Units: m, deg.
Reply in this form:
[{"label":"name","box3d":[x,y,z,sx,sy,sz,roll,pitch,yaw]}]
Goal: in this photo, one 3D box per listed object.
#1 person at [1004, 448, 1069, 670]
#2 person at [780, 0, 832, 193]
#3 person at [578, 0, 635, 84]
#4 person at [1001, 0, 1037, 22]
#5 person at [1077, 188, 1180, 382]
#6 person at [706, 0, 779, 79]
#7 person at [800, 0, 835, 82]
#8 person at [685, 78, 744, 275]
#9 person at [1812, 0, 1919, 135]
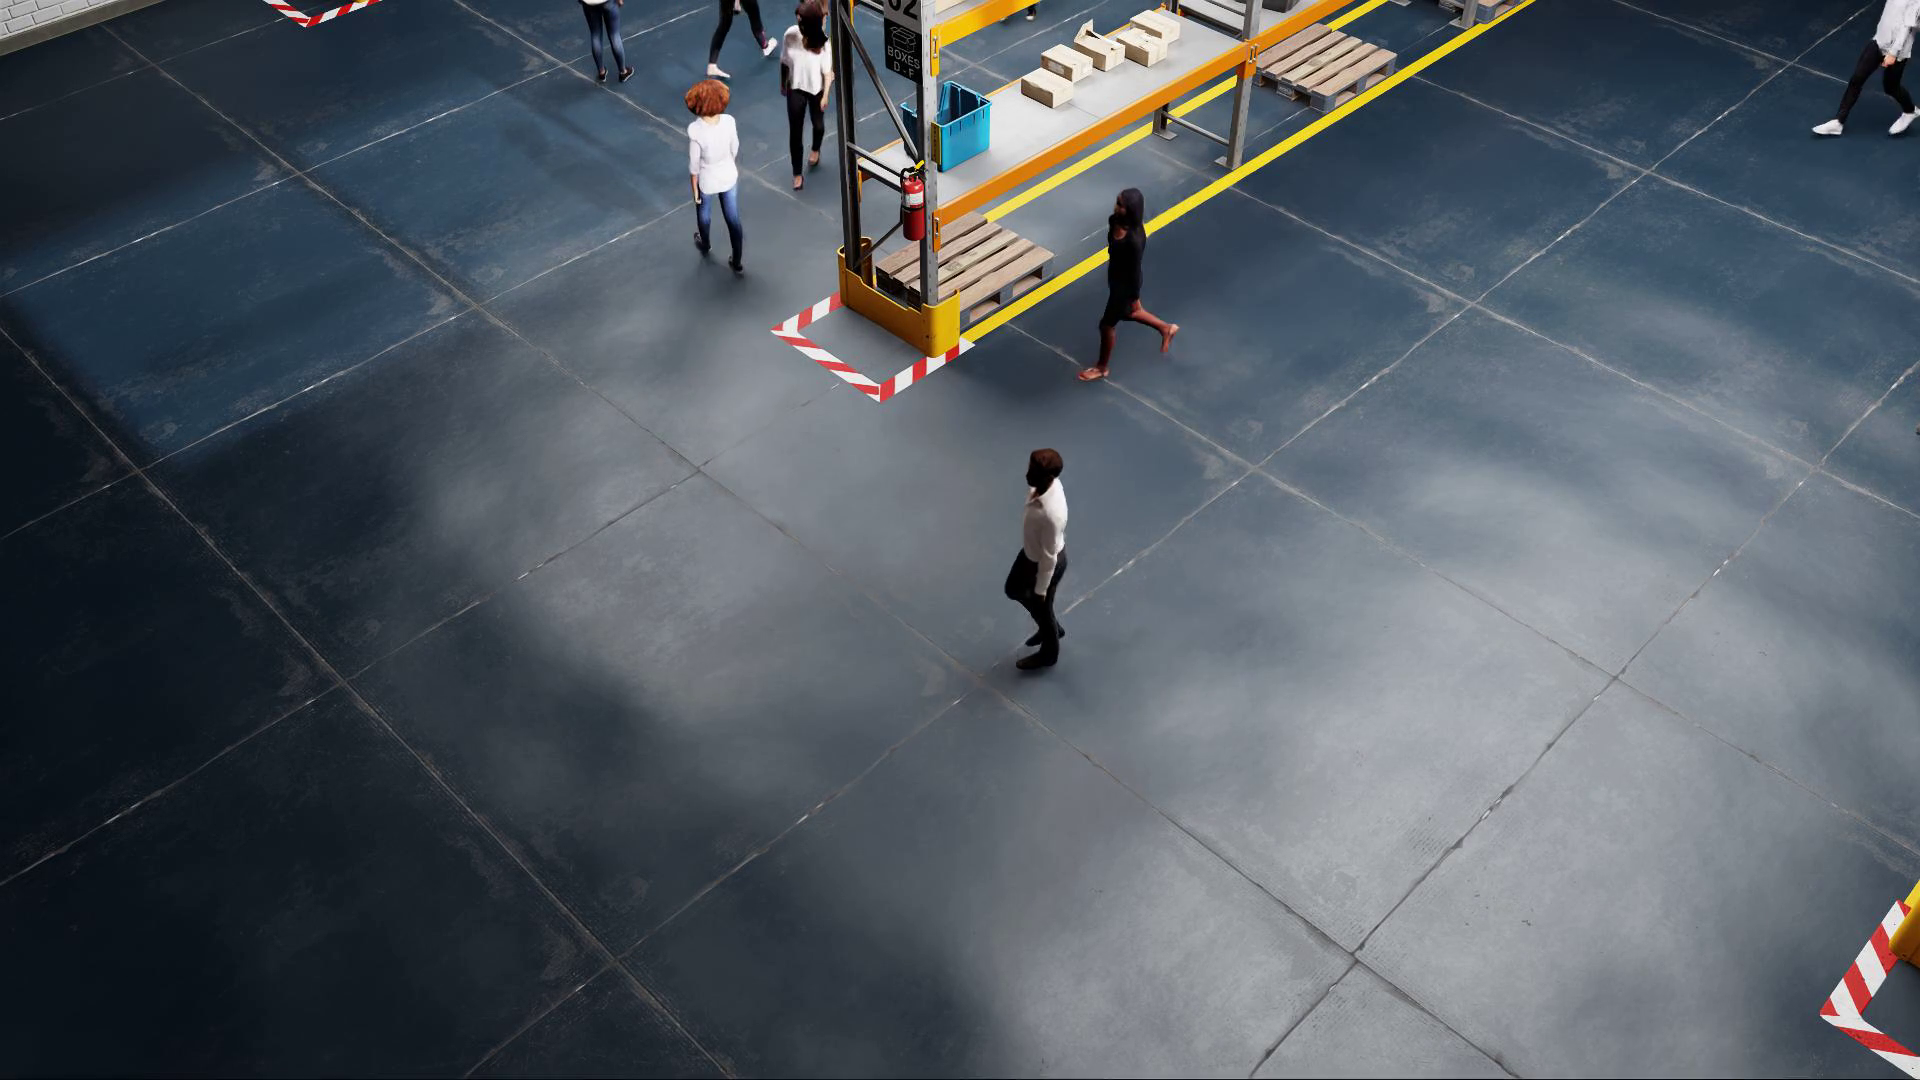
[{"label":"person","box3d":[0.602,0.121,10.545,0.829,1.856,0.802,-7,44,-8]},{"label":"person","box3d":[-1.355,-4.088,15.051,1.077,1.735,1.184,7,44,7]},{"label":"person","box3d":[-3.550,-5.328,16.383,0.706,1.693,0.742,5,44,5]},{"label":"person","box3d":[0.610,-6.380,17.345,0.820,1.889,0.846,9,44,9]},{"label":"person","box3d":[1.348,-1.973,12.863,1.185,1.691,0.948,-13,45,-13]},{"label":"person","box3d":[-2.289,-5.387,16.458,1.136,1.675,0.668,-25,49,-24]},{"label":"person","box3d":[-1.464,-5.373,16.461,0.624,1.651,0.651,-20,47,-19]},{"label":"person","box3d":[-2.007,-2.992,13.937,0.957,1.685,0.889,-19,47,-18]},{"label":"person","box3d":[8.766,-4.604,15.479,1.312,1.891,1.107,-8,44,-8]}]
